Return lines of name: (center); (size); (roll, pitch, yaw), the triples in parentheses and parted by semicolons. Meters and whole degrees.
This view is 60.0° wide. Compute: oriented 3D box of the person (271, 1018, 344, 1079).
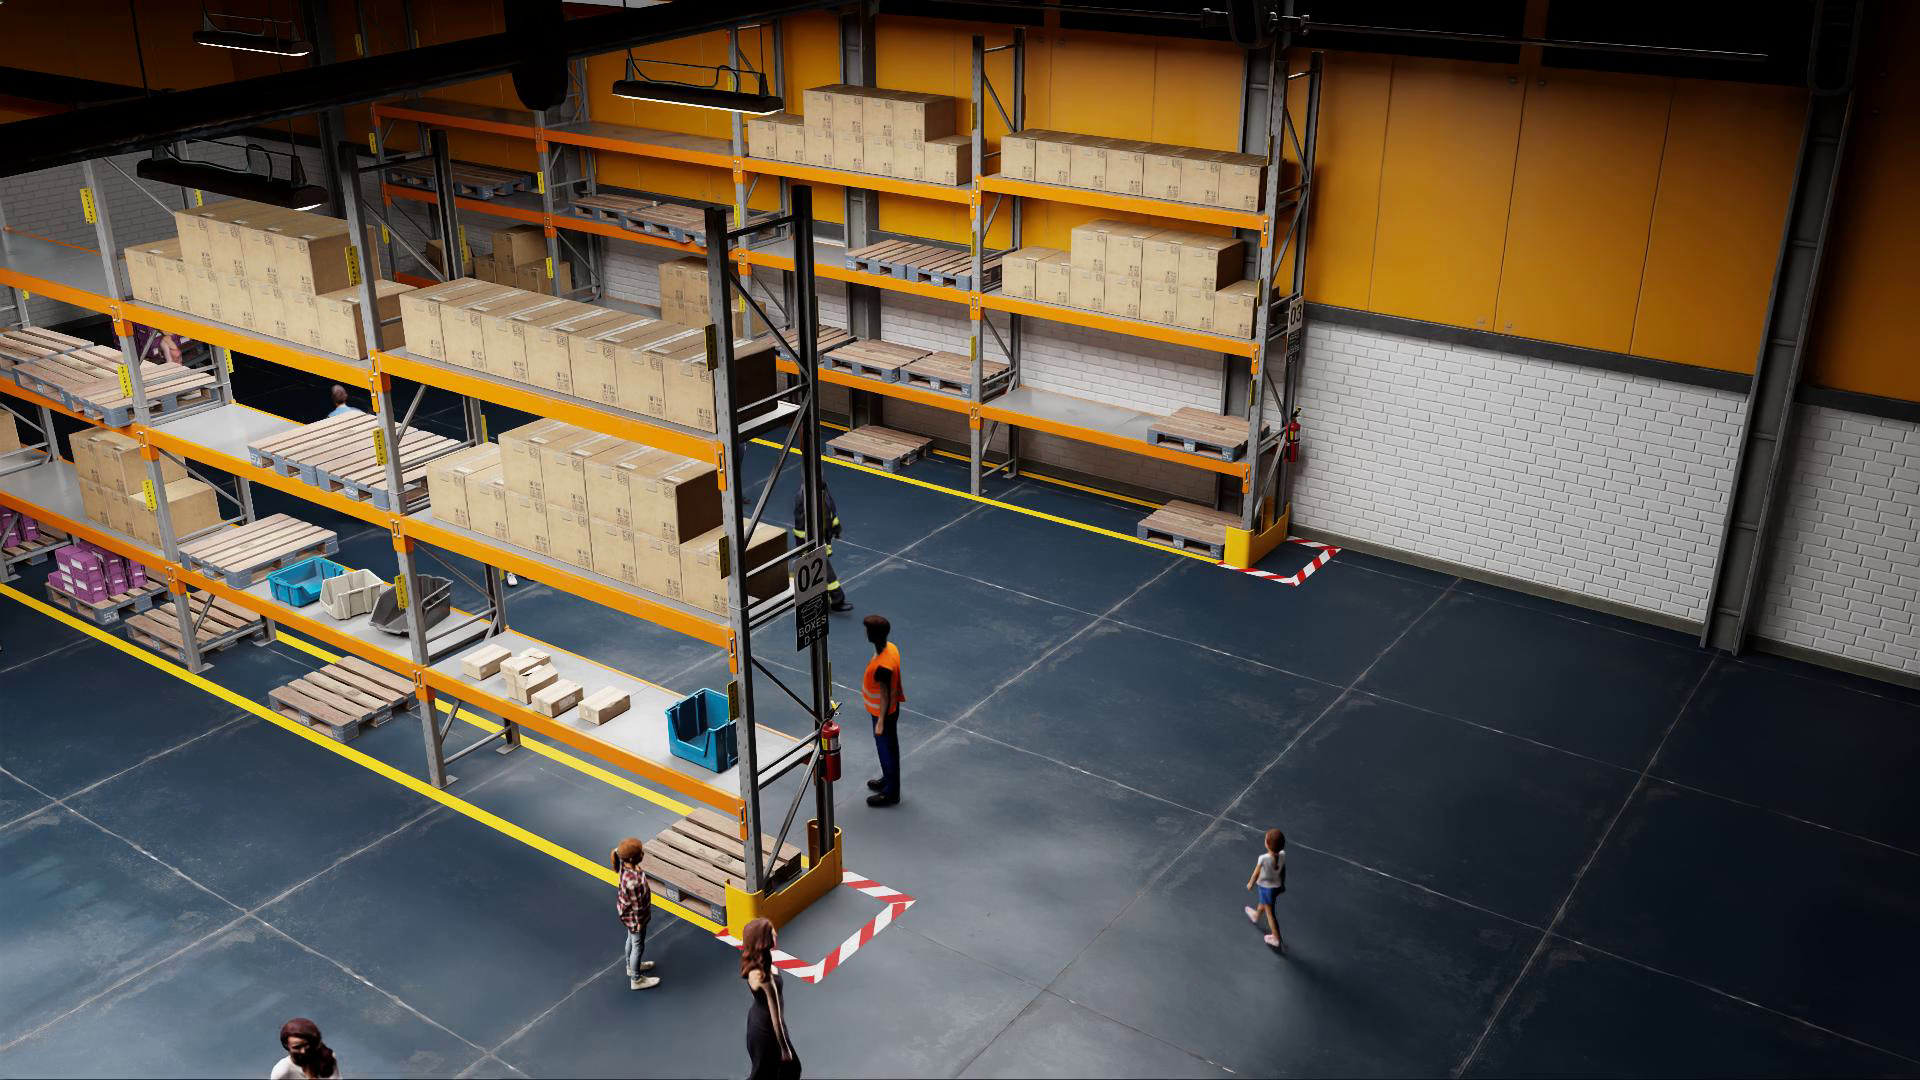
person: (-4.025, 3.712, 10.372); (0.562, 1.793, 0.639); (21, 31, 39)

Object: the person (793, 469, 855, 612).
person: (-1.722, -0.072, 19.000); (1.187, 1.816, 0.910); (10, 26, 22)

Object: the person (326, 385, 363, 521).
person: (-7.808, -1.099, 21.353); (0.804, 1.812, 0.859); (-14, 27, -30)

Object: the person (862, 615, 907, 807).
person: (-0.686, 1.542, 15.226); (0.823, 1.881, 0.792); (0, 24, 0)

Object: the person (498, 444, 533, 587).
person: (-5.286, -0.339, 19.663); (0.644, 1.775, 0.592); (-19, 30, -37)

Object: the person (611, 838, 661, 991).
person: (-2.535, 2.876, 12.895); (0.664, 1.303, 0.579); (-9, 25, -19)

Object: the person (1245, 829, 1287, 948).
person: (2.517, 2.816, 13.418); (0.594, 0.994, 0.779); (-14, 27, -28)

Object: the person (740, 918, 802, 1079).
person: (-1.401, 3.353, 11.282); (1.049, 1.722, 1.054); (-7, 25, -16)
